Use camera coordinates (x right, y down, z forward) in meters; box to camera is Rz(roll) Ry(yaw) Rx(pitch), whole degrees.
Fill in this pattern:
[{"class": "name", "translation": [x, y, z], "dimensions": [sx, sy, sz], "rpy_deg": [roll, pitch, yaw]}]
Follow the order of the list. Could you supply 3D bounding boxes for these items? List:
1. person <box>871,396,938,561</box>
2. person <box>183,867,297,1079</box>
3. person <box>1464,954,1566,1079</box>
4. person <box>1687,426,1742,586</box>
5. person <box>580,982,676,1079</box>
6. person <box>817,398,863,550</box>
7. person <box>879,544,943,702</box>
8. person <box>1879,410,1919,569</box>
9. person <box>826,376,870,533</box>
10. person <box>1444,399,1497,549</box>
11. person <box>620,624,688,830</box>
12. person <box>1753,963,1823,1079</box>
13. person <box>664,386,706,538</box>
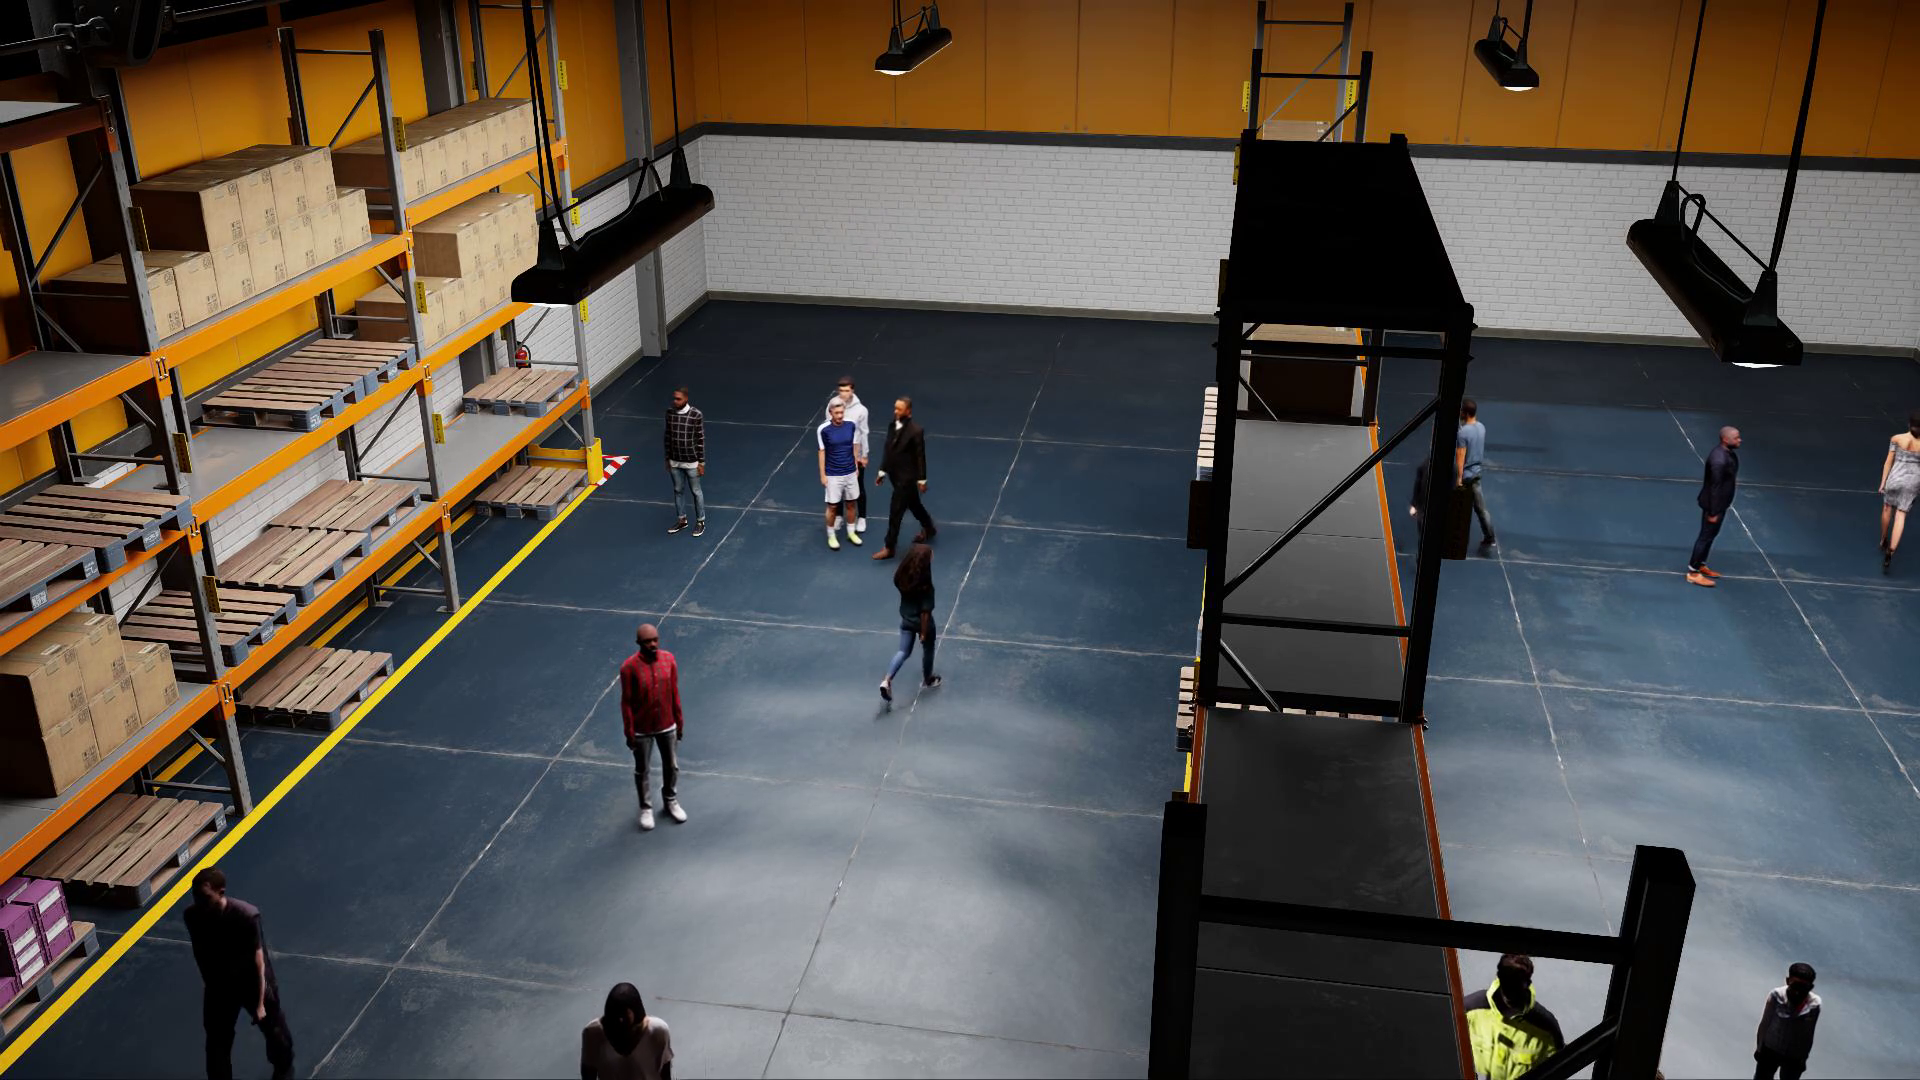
[{"class": "person", "translation": [-0.566, -0.746, 18.952], "dimensions": [1.324, 1.863, 1.222], "rpy_deg": [-18, 29, -35]}, {"class": "person", "translation": [-4.616, 2.843, 10.800], "dimensions": [0.753, 1.817, 1.008], "rpy_deg": [2, 24, 5]}, {"class": "person", "translation": [3.213, 3.212, 9.809], "dimensions": [0.960, 1.934, 1.259], "rpy_deg": [9, 25, 20]}, {"class": "person", "translation": [8.258, -0.400, 18.215], "dimensions": [0.841, 1.820, 0.706], "rpy_deg": [16, 28, 32]}, {"class": "person", "translation": [-1.963, 3.292, 10.014], "dimensions": [0.746, 1.623, 1.164], "rpy_deg": [2, 24, 4]}, {"class": "person", "translation": [-1.390, -0.793, 19.100], "dimensions": [0.732, 1.830, 0.771], "rpy_deg": [-12, 27, -26]}, {"class": "person", "translation": [-0.472, 0.804, 15.749], "dimensions": [0.929, 1.588, 1.115], "rpy_deg": [19, 30, 37]}, {"class": "person", "translation": [10.514, -0.533, 18.571], "dimensions": [0.843, 1.778, 1.158], "rpy_deg": [13, 27, 27]}, {"class": "person", "translation": [-1.315, -1.021, 19.506], "dimensions": [0.670, 1.922, 0.566], "rpy_deg": [3, 24, 7]}, {"class": "person", "translation": [5.868, -0.713, 19.012], "dimensions": [1.166, 1.754, 1.248], "rpy_deg": [-14, 27, -28]}, {"class": "person", "translation": [-2.565, 1.510, 13.845], "dimensions": [0.758, 1.820, 0.785], "rpy_deg": [-11, 26, -24]}, {"class": "person", "translation": [5.280, 3.223, 10.626], "dimensions": [0.517, 1.258, 0.547], "rpy_deg": [11, 26, 23]}, {"class": "person", "translation": [-3.207, -0.953, 19.479], "dimensions": [0.697, 1.821, 0.605], "rpy_deg": [8, 25, 18]}]
